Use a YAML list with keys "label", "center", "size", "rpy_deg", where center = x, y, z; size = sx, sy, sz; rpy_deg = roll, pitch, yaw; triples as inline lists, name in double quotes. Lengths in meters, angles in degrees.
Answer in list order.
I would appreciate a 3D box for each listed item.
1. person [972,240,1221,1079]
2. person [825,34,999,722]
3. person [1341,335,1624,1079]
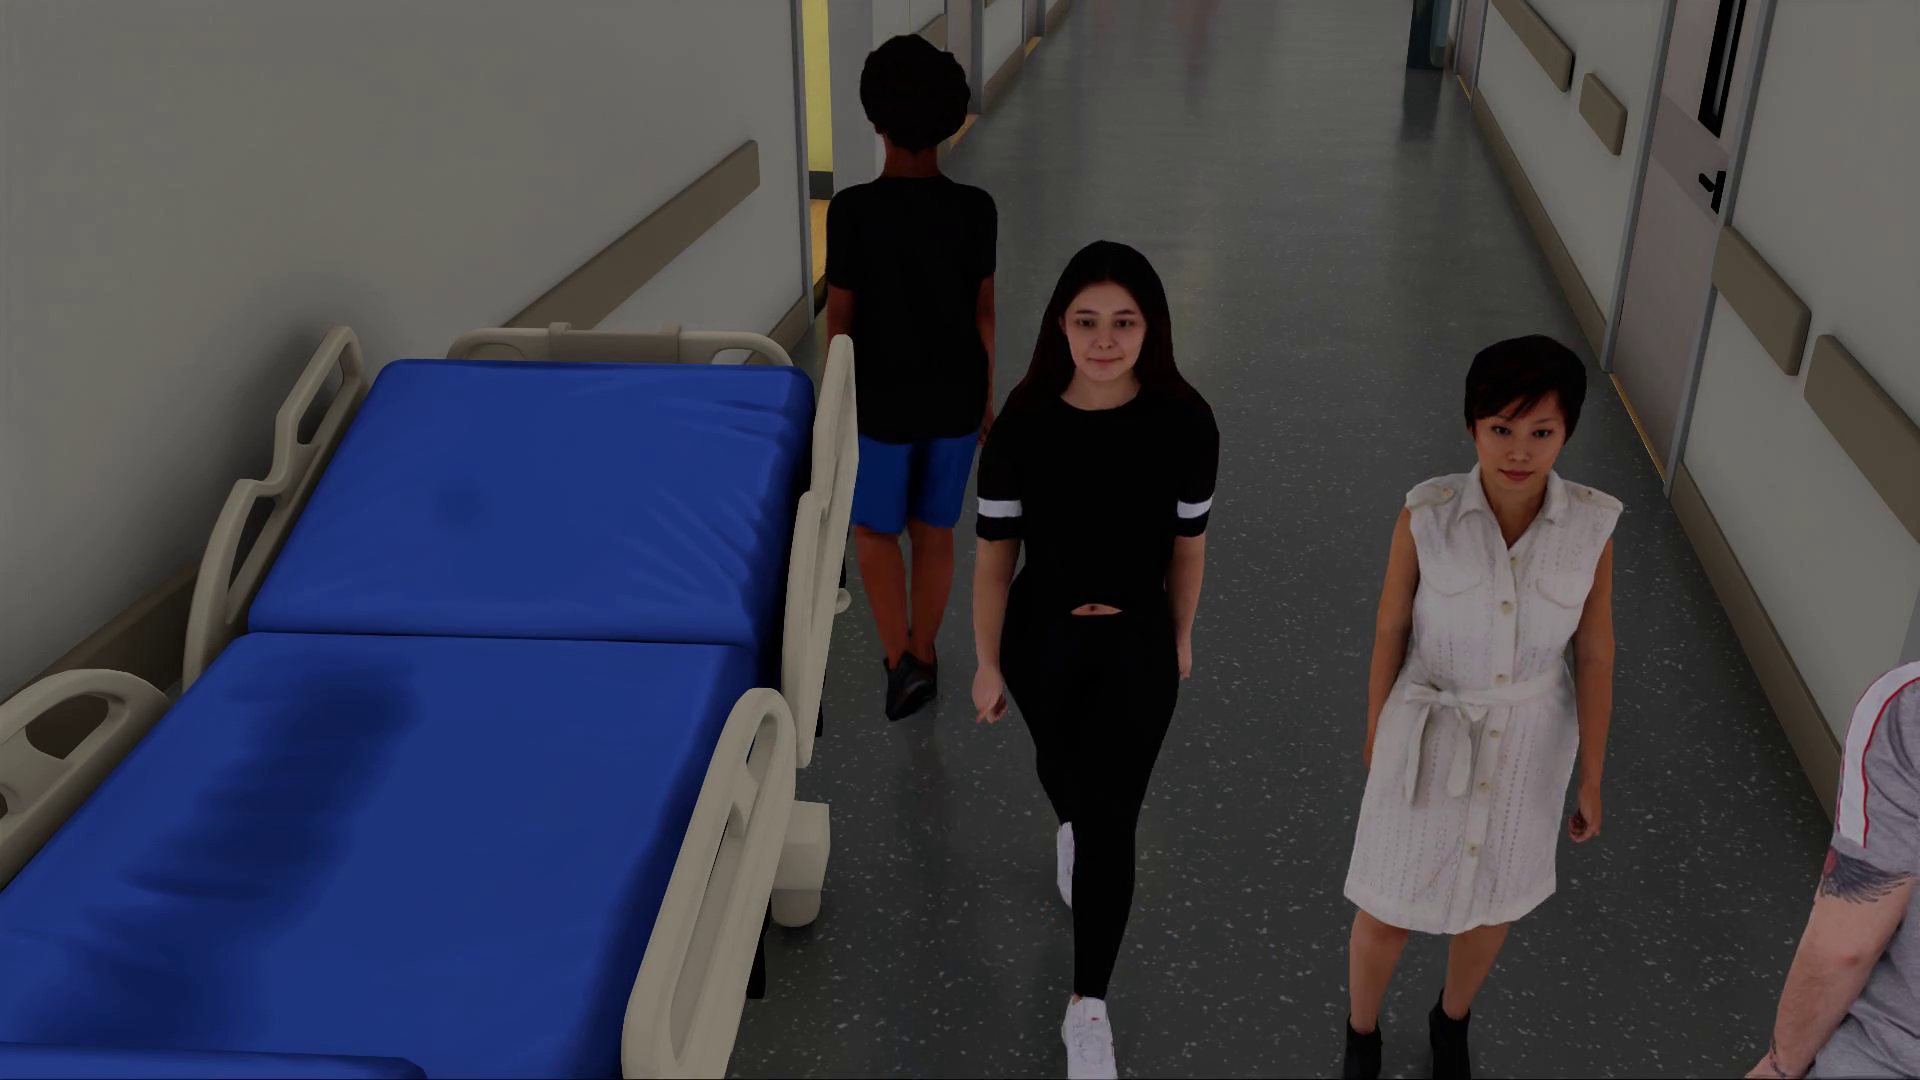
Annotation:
- label: "person"
  center: [0.250, 0.186, 3.342]
  size: [1.074, 1.592, 0.765]
  rpy_deg: [1, 26, 2]
- label: "person"
  center: [-0.102, -0.318, 4.165]
  size: [0.929, 1.785, 0.852]
  rpy_deg: [-4, 26, -9]
- label: "person"
  center: [0.951, 0.349, 3.055]
  size: [0.516, 1.548, 0.628]
  rpy_deg: [4, 26, 7]
